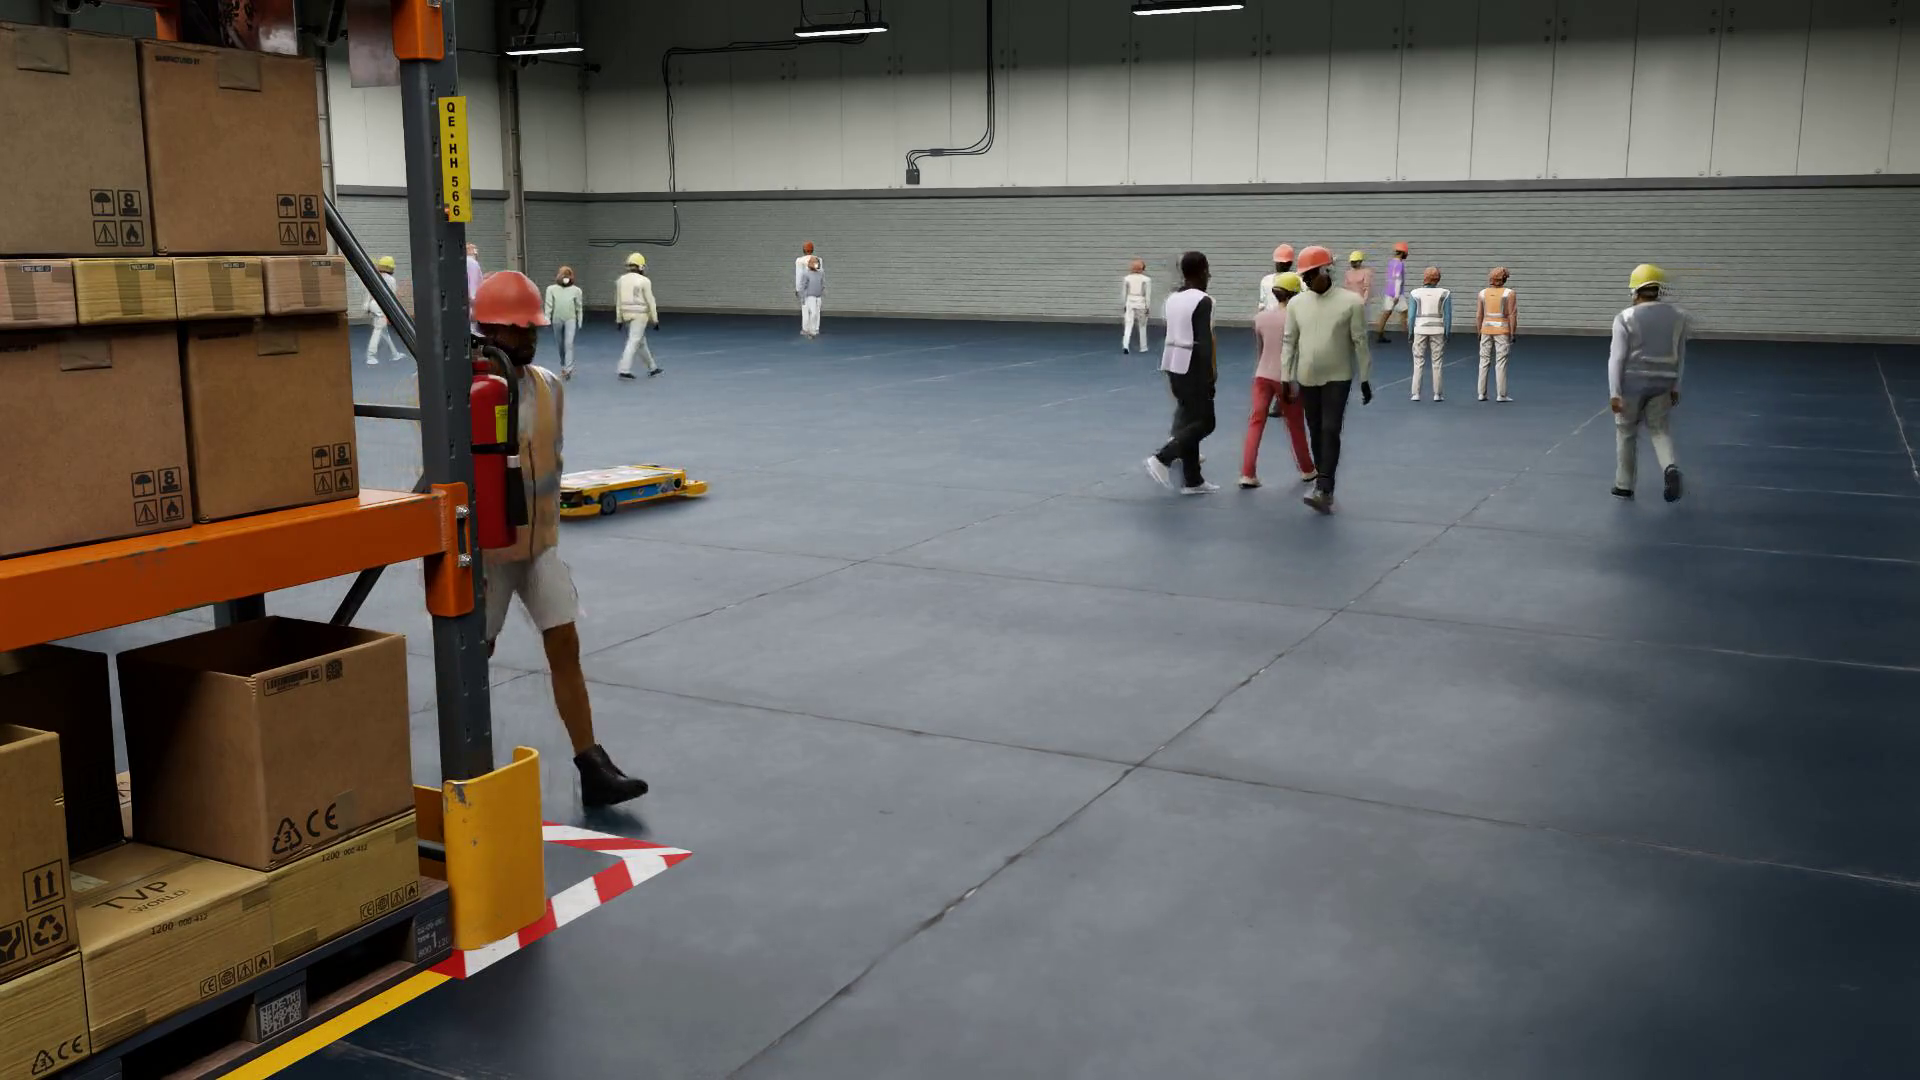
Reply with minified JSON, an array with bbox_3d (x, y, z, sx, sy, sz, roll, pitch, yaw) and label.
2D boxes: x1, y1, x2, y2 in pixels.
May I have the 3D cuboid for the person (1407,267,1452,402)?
[{"bbox_3d":[5.717,-2.502,20.281,0.517,1.639,0.314,3,11,17],"label":"person"}]

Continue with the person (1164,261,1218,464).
[{"bbox_3d":[2.070,-1.577,14.726,0.410,1.823,0.539,-10,14,-44],"label":"person"}]

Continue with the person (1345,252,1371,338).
[{"bbox_3d":[7.013,-4.235,29.493,0.538,1.717,0.896,9,14,41],"label":"person"}]

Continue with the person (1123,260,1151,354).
[{"bbox_3d":[3.015,-3.998,28.528,0.514,1.604,0.827,4,11,22],"label":"person"}]

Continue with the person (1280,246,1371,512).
[{"bbox_3d":[2.642,-1.176,12.249,0.658,1.932,0.977,6,12,30],"label":"person"}]

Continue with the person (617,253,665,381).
[{"bbox_3d":[-4.520,-3.135,23.396,0.616,1.769,0.983,7,13,35],"label":"person"}]

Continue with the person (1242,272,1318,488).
[{"bbox_3d":[2.604,-1.290,13.431,0.904,1.722,0.527,-10,14,-43],"label":"person"}]

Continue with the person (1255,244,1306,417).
[{"bbox_3d":[3.609,-2.346,18.647,0.569,1.923,0.602,7,13,35],"label":"person"}]

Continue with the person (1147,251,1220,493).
[{"bbox_3d":[1.769,-1.294,12.966,0.550,1.904,0.634,-4,11,-18],"label":"person"}]

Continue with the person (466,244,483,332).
[{"bbox_3d":[-8.436,-4.183,28.843,0.408,1.874,0.800,-6,12,-31],"label":"person"}]

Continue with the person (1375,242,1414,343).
[{"bbox_3d":[8.262,-4.618,31.133,0.977,1.883,0.570,-1,10,-3],"label":"person"}]

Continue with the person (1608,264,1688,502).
[{"bbox_3d":[5.178,-1.164,12.519,0.607,1.814,0.682,-1,10,-3],"label":"person"}]

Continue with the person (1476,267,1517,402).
[{"bbox_3d":[6.521,-2.494,20.237,0.310,1.642,0.514,-10,14,-44],"label":"person"}]

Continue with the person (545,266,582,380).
[{"bbox_3d":[-5.603,-3.084,23.585,0.504,1.589,0.866,-1,10,-7],"label":"person"}]

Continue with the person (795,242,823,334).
[{"bbox_3d":[-3.093,-5.159,34.102,0.587,1.883,0.342,-5,11,-23],"label":"person"}]

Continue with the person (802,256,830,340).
[{"bbox_3d":[-2.785,-4.672,32.192,0.503,1.615,0.500,-9,14,-42],"label":"person"}]

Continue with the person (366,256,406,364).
[{"bbox_3d":[-9.142,-3.651,26.416,0.489,1.675,0.935,5,12,26],"label":"person"}]

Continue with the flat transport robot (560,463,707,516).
[{"bbox_3d":[-2.631,-0.389,12.493,0.652,0.197,1.431,7,12,34],"label":"flat transport robot"}]

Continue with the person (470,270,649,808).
[{"bbox_3d":[-1.511,0.027,5.790,0.934,1.890,0.568,8,13,37],"label":"person"}]
